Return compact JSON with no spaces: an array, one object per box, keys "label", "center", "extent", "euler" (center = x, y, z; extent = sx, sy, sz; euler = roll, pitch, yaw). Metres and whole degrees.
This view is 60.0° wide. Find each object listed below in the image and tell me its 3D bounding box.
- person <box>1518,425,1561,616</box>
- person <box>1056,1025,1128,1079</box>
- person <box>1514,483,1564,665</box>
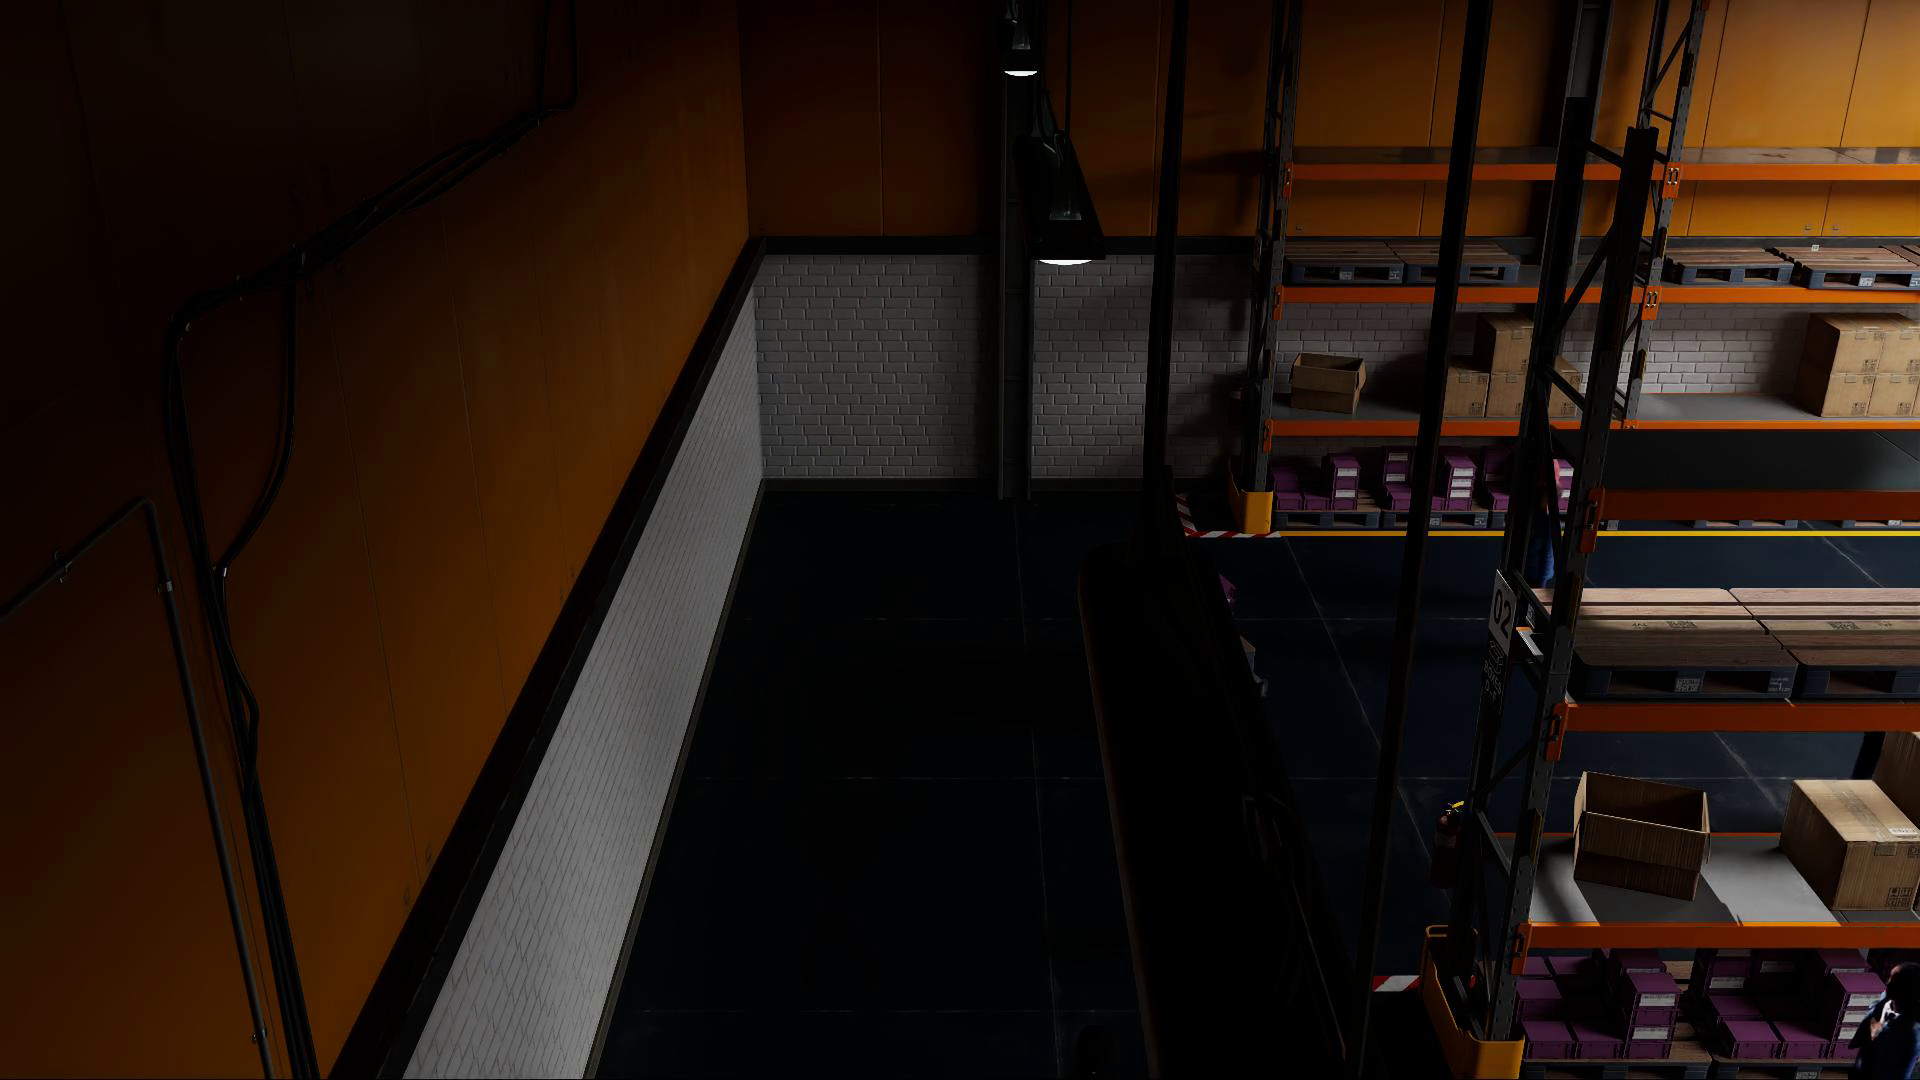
[{"label":"person","center":[5.766,-0.211,16.515],"extent":[0.541,1.956,0.624],"euler":[0,24,0]},{"label":"person","center":[0.663,3.338,8.764],"extent":[0.599,1.662,0.748],"euler":[0,24,0]},{"label":"person","center":[5.395,0.279,15.560],"extent":[0.575,1.823,0.654],"euler":[-1,24,-3]}]
